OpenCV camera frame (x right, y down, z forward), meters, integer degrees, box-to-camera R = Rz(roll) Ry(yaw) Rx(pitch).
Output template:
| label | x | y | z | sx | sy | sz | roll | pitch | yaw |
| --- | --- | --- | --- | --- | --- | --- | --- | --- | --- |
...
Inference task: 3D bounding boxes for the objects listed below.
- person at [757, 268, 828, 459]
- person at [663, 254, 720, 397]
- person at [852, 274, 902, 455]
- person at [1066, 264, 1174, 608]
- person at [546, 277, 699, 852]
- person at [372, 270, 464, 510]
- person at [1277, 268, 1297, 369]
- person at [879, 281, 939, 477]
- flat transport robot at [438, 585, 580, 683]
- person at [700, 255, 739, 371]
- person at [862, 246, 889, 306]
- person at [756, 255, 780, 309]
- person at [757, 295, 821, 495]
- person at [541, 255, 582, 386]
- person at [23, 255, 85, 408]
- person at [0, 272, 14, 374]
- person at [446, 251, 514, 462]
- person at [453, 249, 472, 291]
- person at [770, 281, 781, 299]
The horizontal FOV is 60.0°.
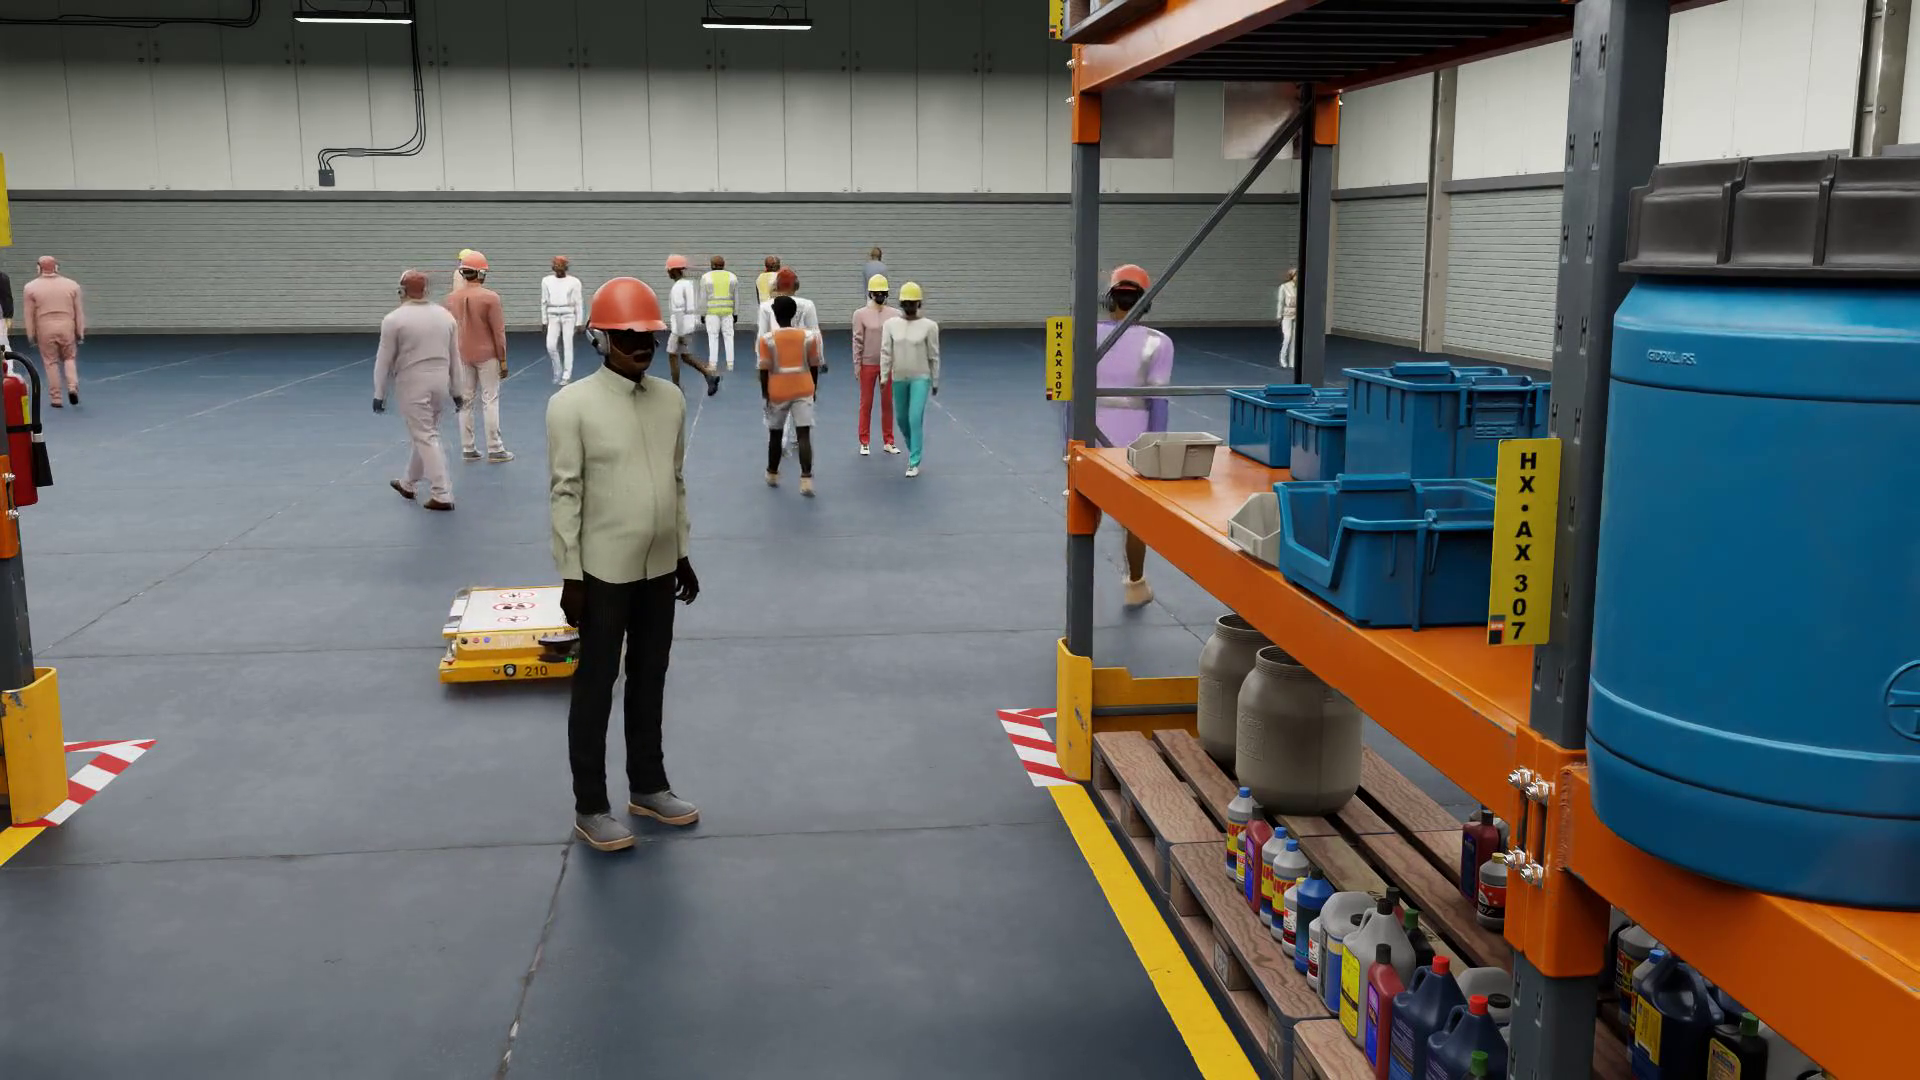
| label | x | y | z | sx | sy | sz | roll | pitch | yaw |
| --- | --- | --- | --- | --- | --- | --- | --- | --- | --- |
| person | -1.653 | -1.731 | 16.264 | 0.586 | 1.827 | 1.018 | 4 | 11 | 20 |
| person | -3.561 | -2.767 | 21.692 | 0.725 | 1.916 | 0.560 | 2 | 11 | 13 |
| person | -0.794 | -1.714 | 16.324 | 0.533 | 1.768 | 0.310 | -4 | 11 | -22 |
| person | 0.854 | -0.526 | 9.242 | 0.643 | 1.989 | 0.989 | 4 | 11 | 19 |
| person | -1.162 | 0.078 | 5.867 | 0.396 | 1.992 | 0.619 | 8 | 13 | 36 |
| person | -4.339 | -1.184 | 13.143 | 0.965 | 1.856 | 0.678 | 7 | 13 | 35 |
| person | 5.377 | -3.565 | 26.818 | 0.547 | 1.625 | 0.360 | -4 | 11 | -21 |
| person | -0.434 | -1.474 | 15.087 | 0.521 | 1.738 | 0.757 | 3 | 11 | 14 |
| flat transport robot | -2.282 | 0.451 | 8.554 | 0.652 | 0.197 | 1.431 | -2 | 11 | -12 |
| person | -3.840 | -3.609 | 26.507 | 0.633 | 1.841 | 0.429 | -5 | 11 | -25 |
| person | -1.671 | -4.872 | 33.162 | 0.634 | 1.937 | 0.356 | 7 | 13 | 34 |
| person | -2.876 | -3.473 | 25.755 | 0.429 | 1.846 | 0.626 | -10 | 14 | -43 |
| person | -1.423 | -1.216 | 13.910 | 0.545 | 1.649 | 0.888 | -3 | 11 | -15 |
| person | -5.696 | -3.122 | 23.748 | 0.615 | 1.870 | 0.455 | 0 | 10 | 2 |
| person | -11.343 | -2.602 | 20.822 | 0.670 | 1.894 | 0.432 | -8 | 13 | -39 |
| person | -13.883 | -3.195 | 23.815 | 0.623 | 1.992 | 0.397 | 1 | 10 | 4 |
| person | -4.559 | -1.729 | 15.769 | 0.612 | 1.997 | 0.375 | 3 | 11 | 17 |
| person | -8.212 | -3.881 | 27.761 | 0.384 | 1.924 | 0.594 | -10 | 14 | -43 |
| person | -2.066 | -2.212 | 19.416 | 0.278 | 1.633 | 0.498 | 6 | 12 | 30 |
